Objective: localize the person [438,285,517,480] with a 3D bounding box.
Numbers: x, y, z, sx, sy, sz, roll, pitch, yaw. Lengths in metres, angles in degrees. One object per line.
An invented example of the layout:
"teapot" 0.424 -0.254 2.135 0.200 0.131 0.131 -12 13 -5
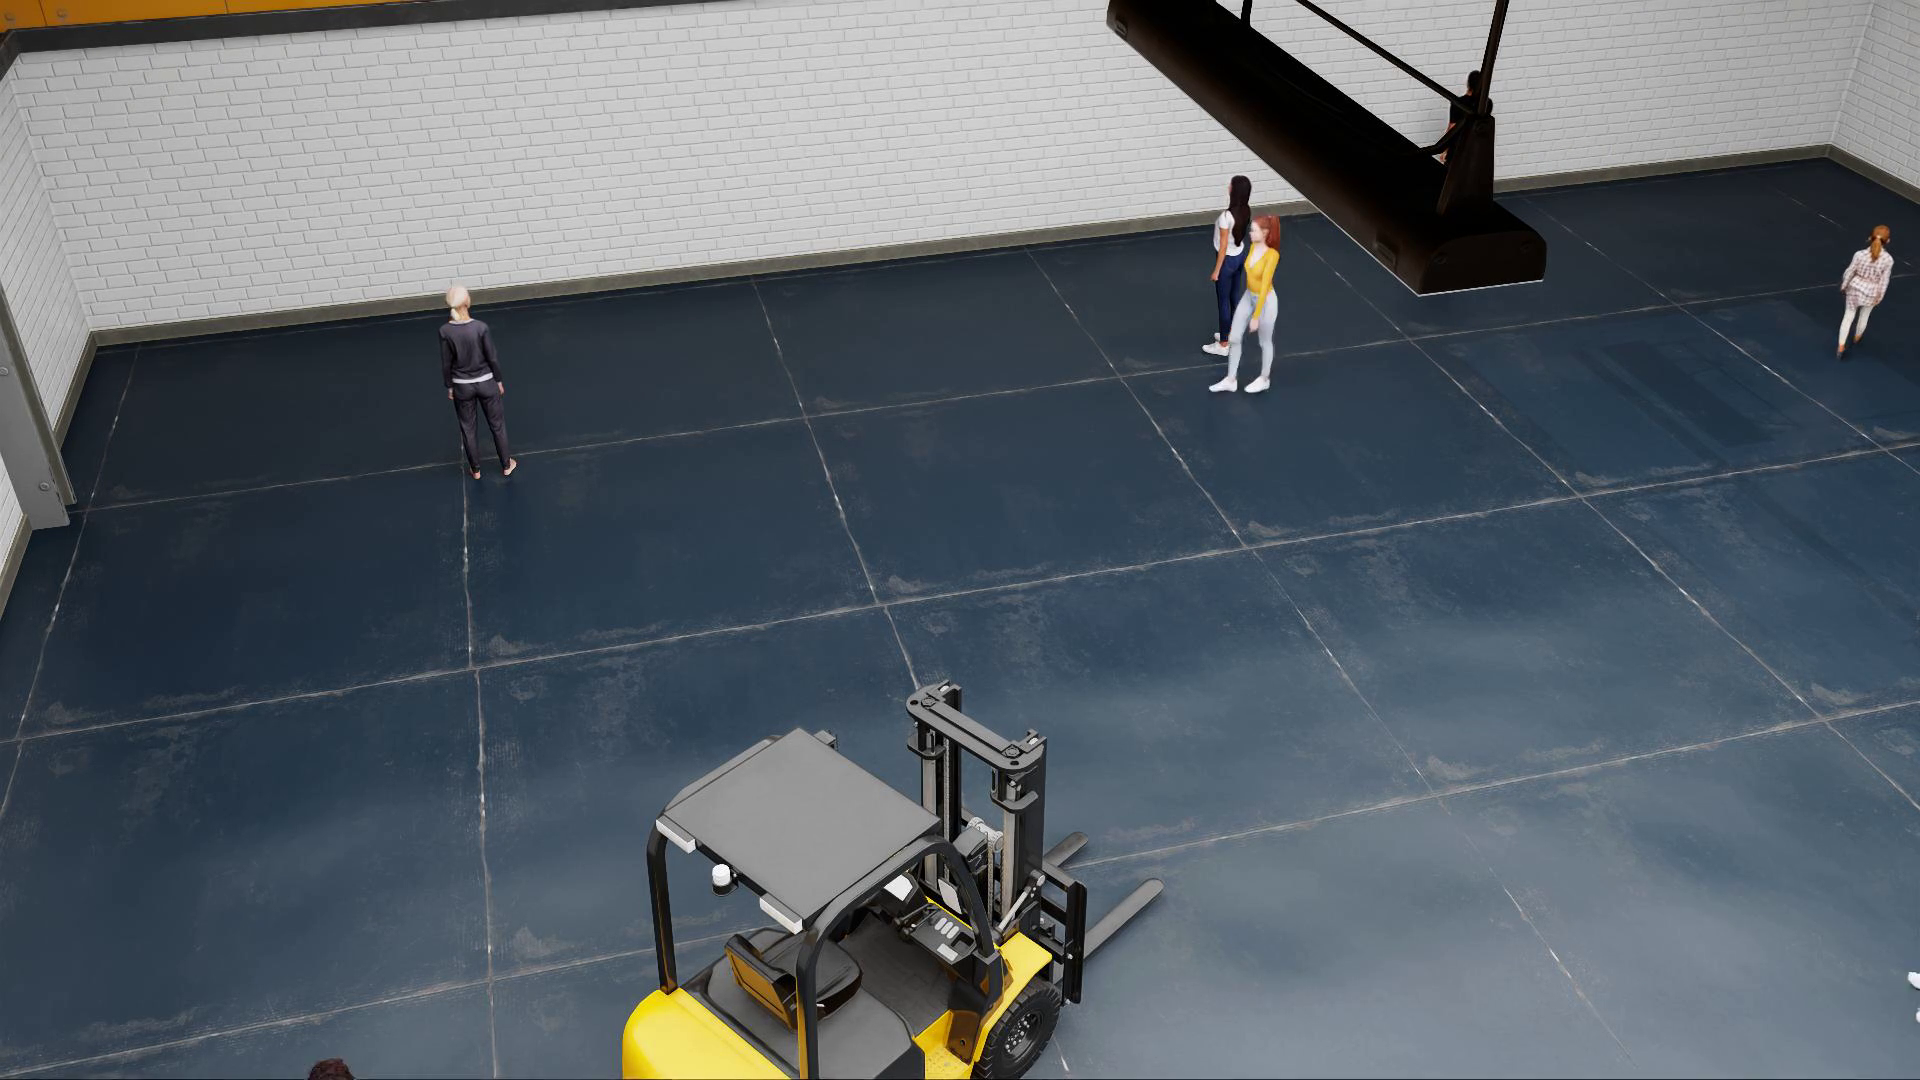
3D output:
"person" -4.014 -1.307 13.736 0.624 1.726 0.520 -7 34 -10

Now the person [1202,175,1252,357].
"person" 2.546 -2.585 15.618 0.710 1.773 0.672 23 40 30

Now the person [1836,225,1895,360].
"person" 8.480 -2.314 15.650 0.839 1.285 0.882 21 39 28

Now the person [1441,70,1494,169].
"person" 5.498 -4.257 18.145 0.641 1.759 0.593 -5 34 -8

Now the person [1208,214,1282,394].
"person" 2.765 -2.109 14.938 0.770 1.732 0.823 -16 37 -23
